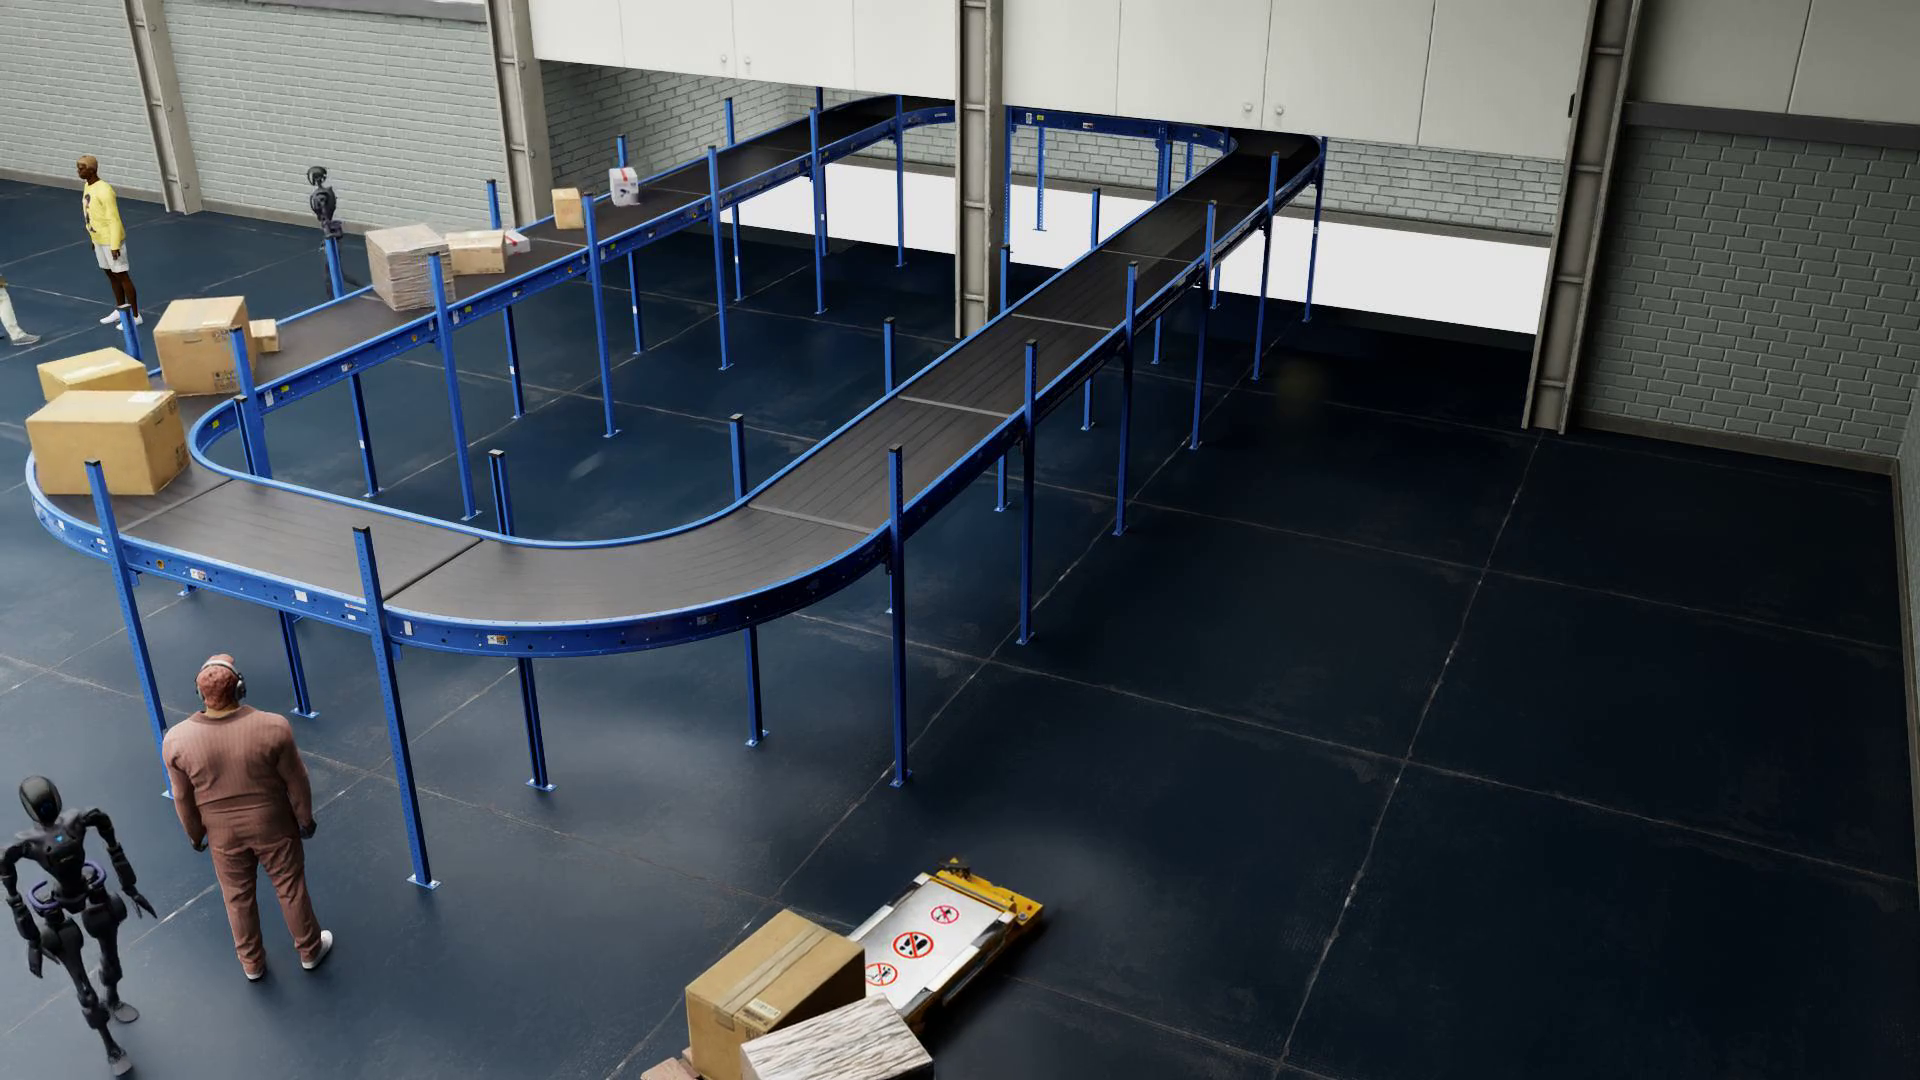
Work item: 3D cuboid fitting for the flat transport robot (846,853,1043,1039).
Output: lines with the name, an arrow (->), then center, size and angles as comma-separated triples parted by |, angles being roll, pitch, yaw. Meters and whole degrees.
flat transport robot -> -0.208, 2.227, 8.990 | 0.659, 0.231, 1.431 | 17, 31, 31

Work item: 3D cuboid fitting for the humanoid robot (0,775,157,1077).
humanoid robot -> -4.310, 1.842, 8.202 | 0.660, 1.637, 0.599 | 22, 34, 37

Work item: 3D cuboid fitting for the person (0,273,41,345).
person -> -10.284, -2.911, 17.690 | 0.479, 1.725, 0.591 | -17, 31, -30

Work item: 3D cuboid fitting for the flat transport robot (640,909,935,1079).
flat transport robot -> -0.719, 2.821, 7.792 | 1.431, 0.231, 0.659 | -20, 33, -35

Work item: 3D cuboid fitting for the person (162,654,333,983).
person -> -3.711, 1.456, 8.702 | 0.645, 1.906, 0.404 | -6, 27, -12

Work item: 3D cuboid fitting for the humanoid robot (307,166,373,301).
humanoid robot -> -7.052, -3.402, 18.770 | 0.619, 1.639, 0.615 | -10, 28, -19

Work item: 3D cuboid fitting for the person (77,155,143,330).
person -> -9.353, -3.271, 18.235 | 0.539, 1.899, 0.377 | 20, 33, 35
